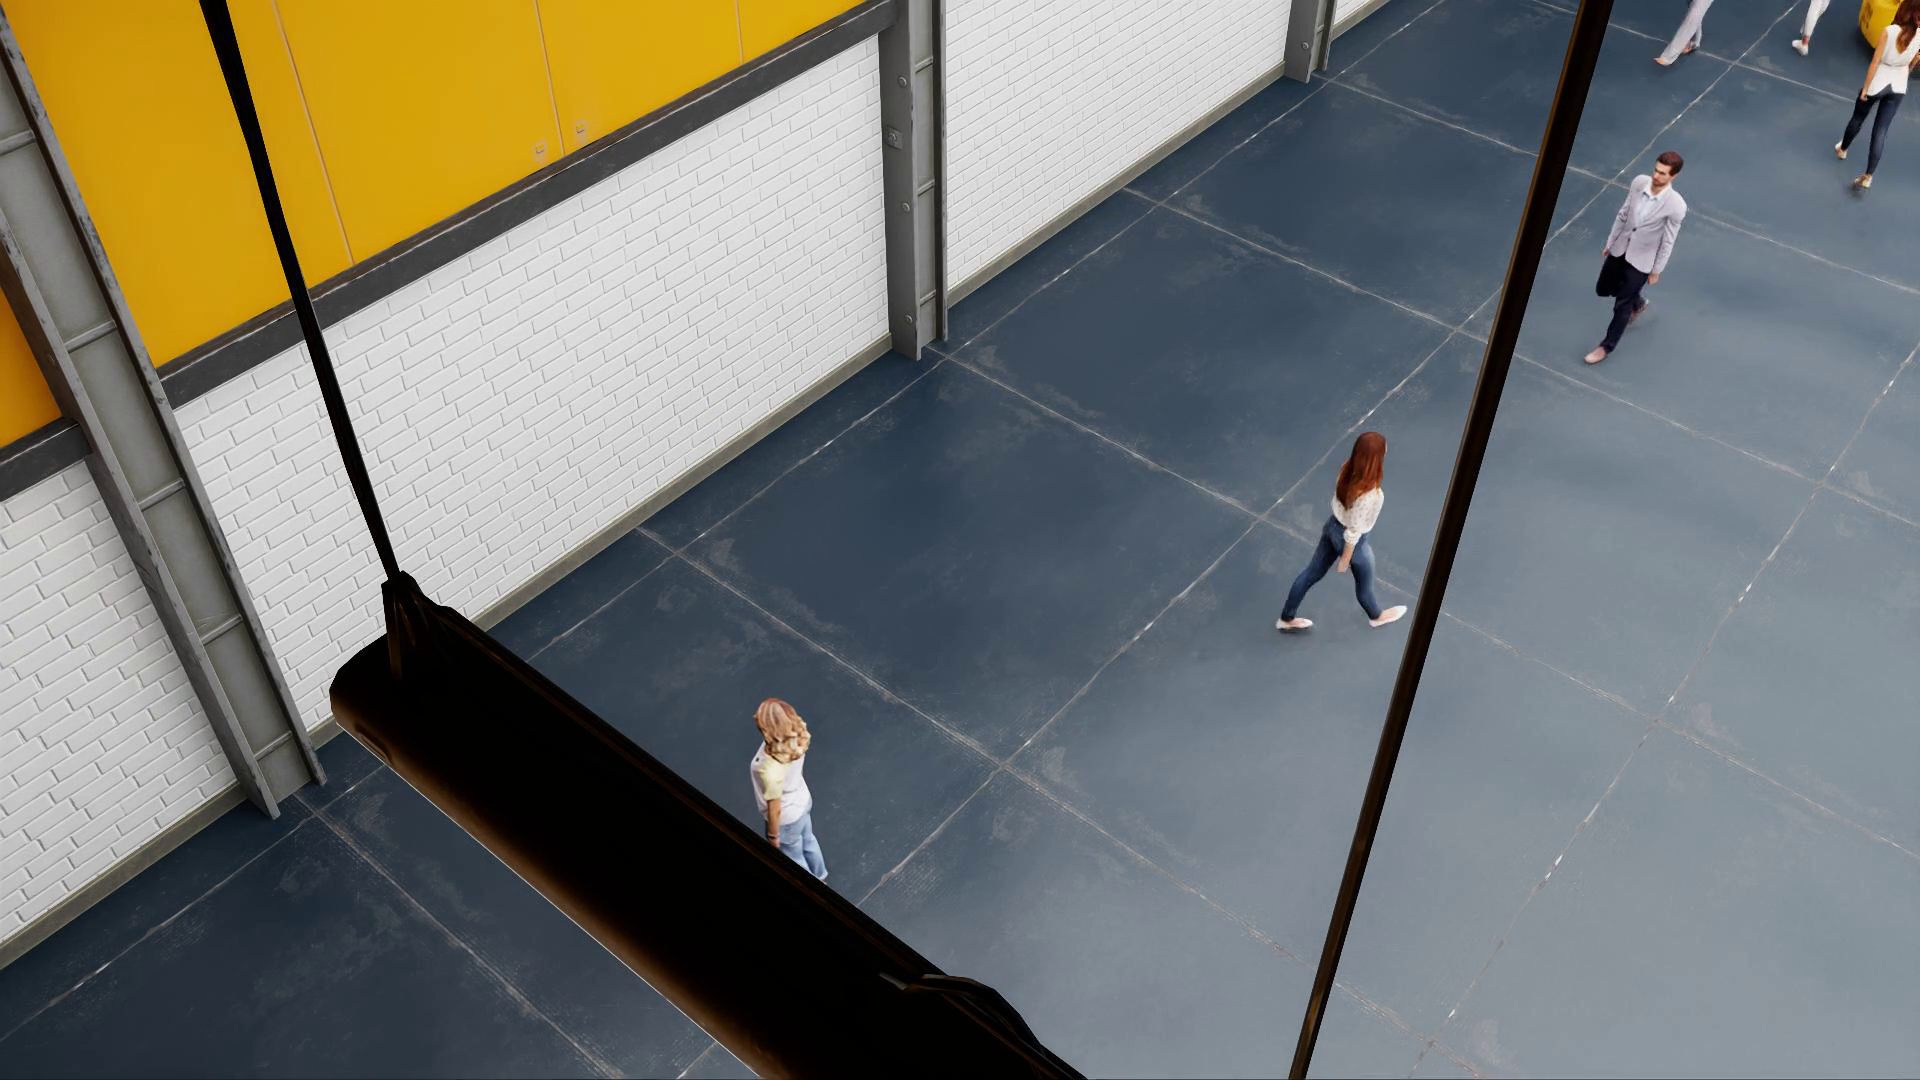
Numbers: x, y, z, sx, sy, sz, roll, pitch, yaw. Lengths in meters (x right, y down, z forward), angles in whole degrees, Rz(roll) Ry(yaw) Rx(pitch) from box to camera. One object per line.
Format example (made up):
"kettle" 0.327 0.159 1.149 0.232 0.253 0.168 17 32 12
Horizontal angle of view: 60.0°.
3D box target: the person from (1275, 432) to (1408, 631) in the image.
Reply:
"person" 2.409 0.005 10.748 1.172 1.686 1.016 -9 44 -10

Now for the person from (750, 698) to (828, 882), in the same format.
"person" -0.939 1.487 9.166 0.762 1.722 0.645 8 44 9

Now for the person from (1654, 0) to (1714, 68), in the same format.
"person" 7.495 -5.628 16.660 1.177 1.687 0.798 -29 51 -27

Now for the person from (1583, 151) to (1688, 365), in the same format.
"person" 5.336 -2.243 12.997 1.055 1.838 0.901 -20 47 -20

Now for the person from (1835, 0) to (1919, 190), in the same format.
"person" 8.308 -3.989 14.891 0.939 1.753 1.177 7 44 7
